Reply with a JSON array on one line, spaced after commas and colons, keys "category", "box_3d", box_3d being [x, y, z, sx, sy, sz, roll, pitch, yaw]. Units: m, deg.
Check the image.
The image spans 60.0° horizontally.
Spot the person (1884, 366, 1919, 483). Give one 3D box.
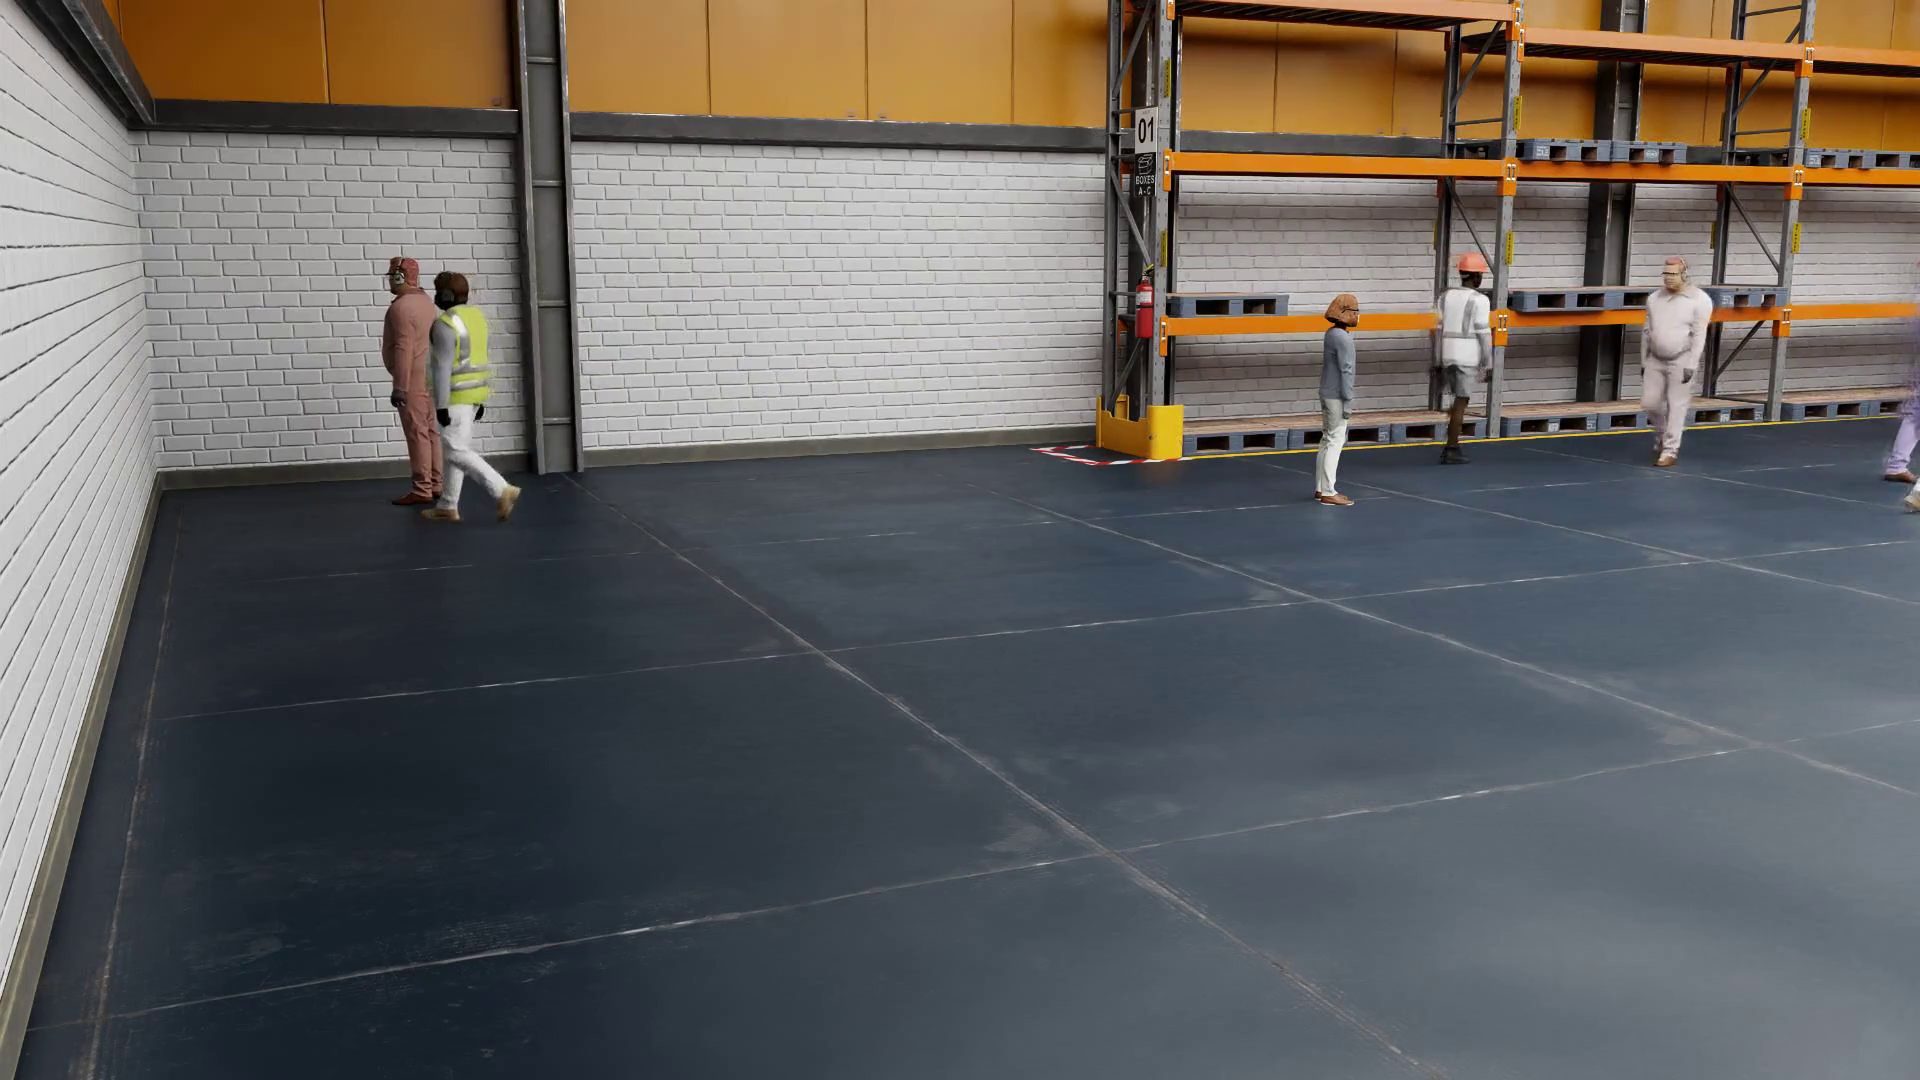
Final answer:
[{"category": "person", "box_3d": [8.212, -1.355, 13.699, 0.979, 1.856, 0.664, 5, 11, 27]}]

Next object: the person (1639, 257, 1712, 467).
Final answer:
[{"category": "person", "box_3d": [6.440, -1.604, 15.042, 0.480, 1.889, 0.642, -8, 13, -38]}]

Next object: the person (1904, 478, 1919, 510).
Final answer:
[{"category": "person", "box_3d": [7.514, -1.103, 12.387, 0.975, 1.845, 0.593, -1, 10, -8]}]

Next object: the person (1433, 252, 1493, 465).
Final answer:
[{"category": "person", "box_3d": [4.610, -1.638, 15.111, 0.553, 1.917, 0.581, -6, 12, -28]}]

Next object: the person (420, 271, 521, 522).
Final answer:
[{"category": "person", "box_3d": [-3.545, -1.010, 11.902, 0.820, 1.819, 0.640, 2, 10, 10]}]

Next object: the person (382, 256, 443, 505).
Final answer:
[{"category": "person", "box_3d": [-4.248, -1.225, 12.859, 0.399, 1.909, 0.642, 1, 10, 4]}]

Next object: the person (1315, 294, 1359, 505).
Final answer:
[{"category": "person", "box_3d": [2.922, -1.082, 12.853, 0.280, 1.624, 0.493, -1, 10, -4]}]
